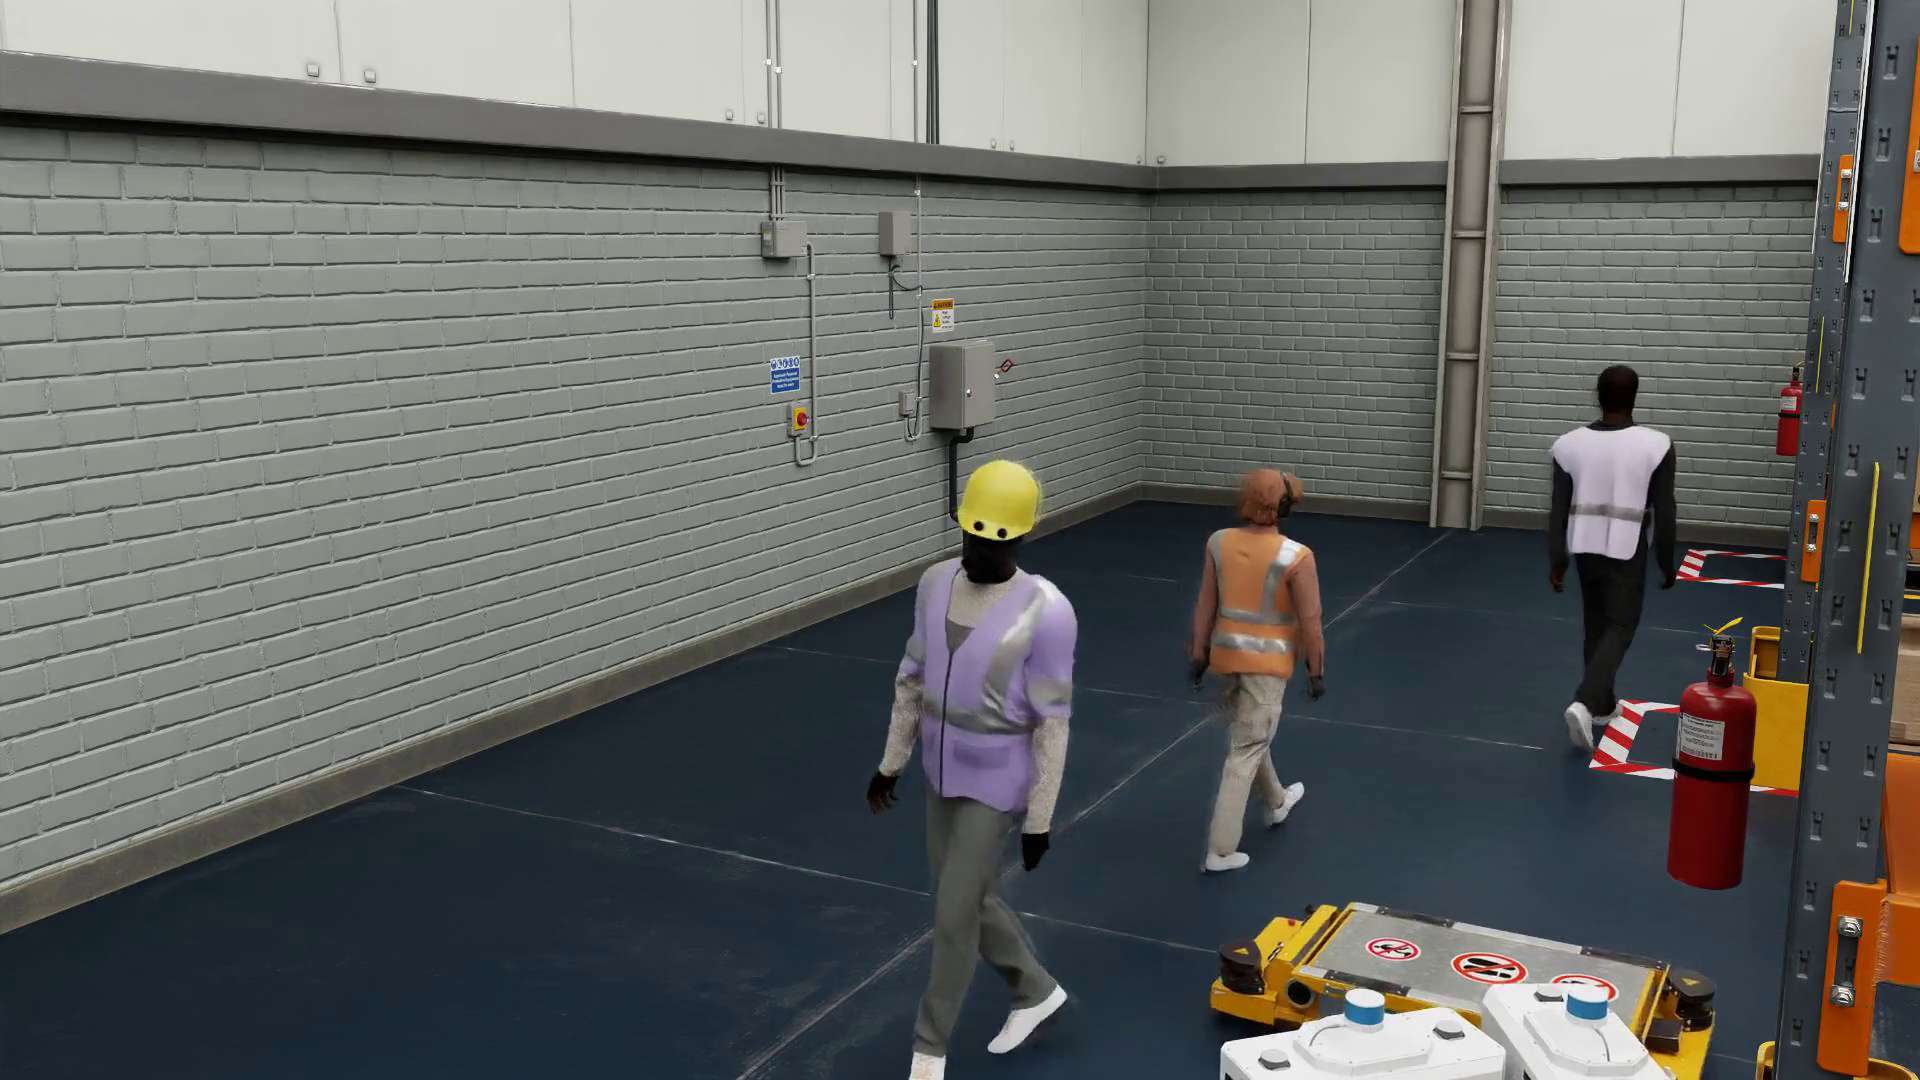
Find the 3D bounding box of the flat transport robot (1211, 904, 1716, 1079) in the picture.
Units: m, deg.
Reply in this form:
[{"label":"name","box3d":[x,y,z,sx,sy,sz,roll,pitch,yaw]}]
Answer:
[{"label":"flat transport robot","box3d":[1.586,1.431,5.270,1.431,0.197,0.652,6,12,29]}]

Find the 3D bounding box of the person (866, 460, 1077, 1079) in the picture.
[{"label":"person","box3d":[0.066,0.687,4.928,0.653,1.884,0.667,-8,13,-38]}]

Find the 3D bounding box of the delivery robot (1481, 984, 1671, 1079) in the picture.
[{"label":"delivery robot","box3d":[1.630,1.410,4.356,0.477,0.478,0.707,0,10,-1]}]

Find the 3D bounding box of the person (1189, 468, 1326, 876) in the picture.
[{"label":"person","box3d":[1.247,0.503,6.705,0.851,1.590,0.530,-9,14,-42]}]

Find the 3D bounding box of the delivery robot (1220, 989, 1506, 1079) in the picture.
[{"label":"delivery robot","box3d":[1.043,1.414,4.330,0.707,0.478,0.477,-3,11,-18]}]

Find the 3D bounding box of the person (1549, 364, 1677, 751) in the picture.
[{"label":"person","box3d":[3.208,0.072,8.286,0.589,1.891,0.912,10,14,42]}]
